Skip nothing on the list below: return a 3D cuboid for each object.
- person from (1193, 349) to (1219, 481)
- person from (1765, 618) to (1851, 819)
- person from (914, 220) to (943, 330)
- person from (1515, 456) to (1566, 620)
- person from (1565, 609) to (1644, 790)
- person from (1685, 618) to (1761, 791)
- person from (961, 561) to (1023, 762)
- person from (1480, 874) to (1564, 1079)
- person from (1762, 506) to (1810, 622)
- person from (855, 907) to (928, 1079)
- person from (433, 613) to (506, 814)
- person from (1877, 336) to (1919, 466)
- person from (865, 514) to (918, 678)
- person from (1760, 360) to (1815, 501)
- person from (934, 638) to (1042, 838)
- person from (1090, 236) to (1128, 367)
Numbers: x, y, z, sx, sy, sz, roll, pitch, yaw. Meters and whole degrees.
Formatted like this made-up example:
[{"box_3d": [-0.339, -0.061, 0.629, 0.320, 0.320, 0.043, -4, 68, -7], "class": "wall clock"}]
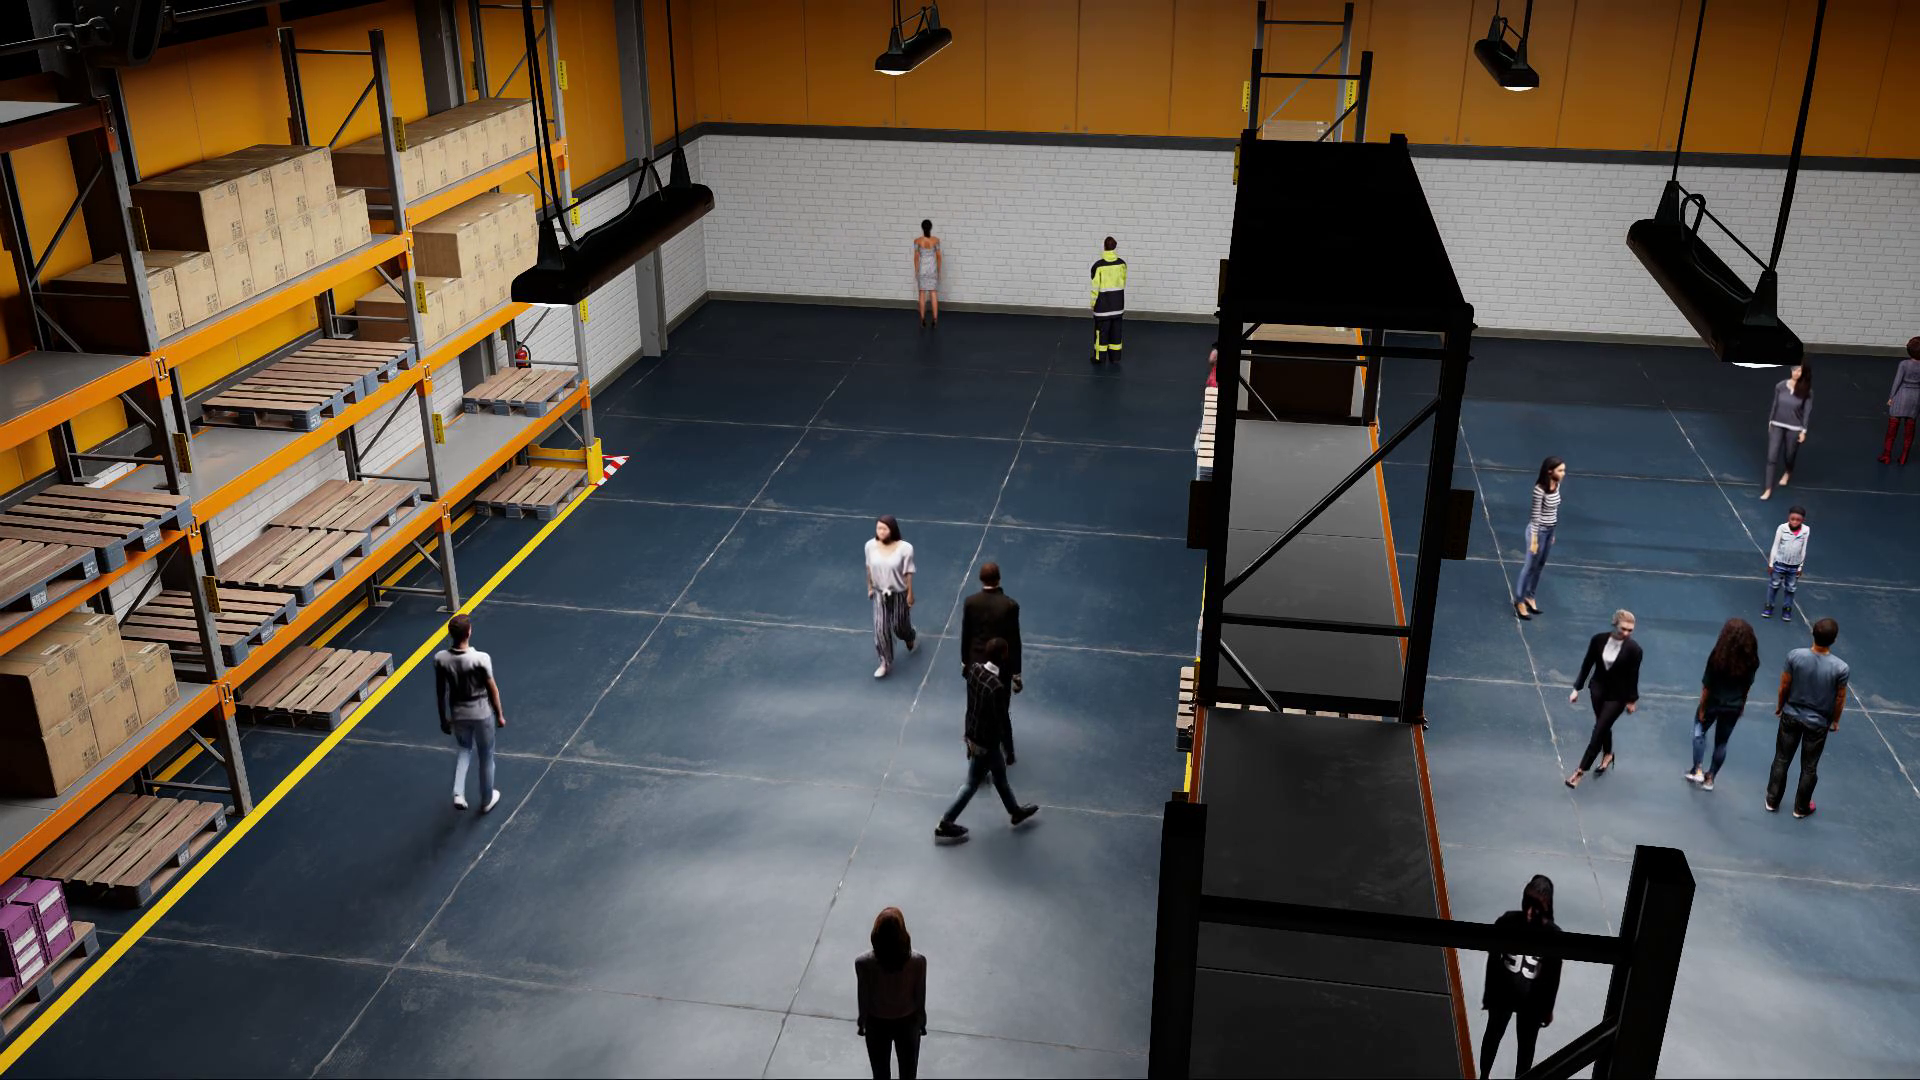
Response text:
[{"box_3d": [3.259, -1.531, 20.814, 0.810, 1.810, 0.737, 9, 25, 19], "class": "person"}, {"box_3d": [7.089, 1.480, 13.926, 0.725, 1.810, 0.703, 16, 28, 33], "class": "person"}, {"box_3d": [-0.531, -4.349, 27.247, 0.640, 1.822, 0.590, -1, 24, -1], "class": "person"}, {"box_3d": [6.070, -0.037, 17.413, 0.613, 1.795, 0.706, -21, 31, -40], "class": "person"}, {"box_3d": [5.668, 1.346, 14.422, 1.151, 1.658, 1.038, -20, 30, -37], "class": "person"}, {"box_3d": [6.560, 1.449, 14.252, 0.582, 1.605, 0.589, 5, 24, 10], "class": "person"}, {"box_3d": [0.249, 1.181, 14.576, 0.746, 1.837, 1.303, 4, 24, 10], "class": "person"}, {"box_3d": [3.605, 2.929, 10.712, 0.677, 1.728, 0.671, 12, 26, 25], "class": "person"}, {"box_3d": [8.716, 0.219, 17.500, 0.523, 1.258, 0.539, 10, 26, 22], "class": "person"}, {"box_3d": [-0.422, 3.047, 10.358, 0.631, 1.796, 0.572, -1, 24, -3], "class": "person"}, {"box_3d": [-4.091, 1.506, 13.832, 0.667, 1.837, 0.791, 3, 24, 6], "class": "person"}, {"box_3d": [12.276, -1.802, 21.557, 0.569, 1.711, 0.496, 4, 24, 9], "class": "person"}, {"box_3d": [-0.646, 0.501, 16.351, 0.774, 1.661, 0.997, 8, 25, 19], "class": "person"}, {"box_3d": [10.249, -1.388, 20.574, 0.934, 1.741, 1.150, 17, 29, 33], "class": "person"}, {"box_3d": [0.108, 1.674, 13.540, 1.135, 1.764, 1.240, -9, 25, -20], "class": "person"}, {"box_3d": [2.267, -3.672, 25.496, 0.871, 1.983, 0.885, -11, 26, -24], "class": "person"}]
